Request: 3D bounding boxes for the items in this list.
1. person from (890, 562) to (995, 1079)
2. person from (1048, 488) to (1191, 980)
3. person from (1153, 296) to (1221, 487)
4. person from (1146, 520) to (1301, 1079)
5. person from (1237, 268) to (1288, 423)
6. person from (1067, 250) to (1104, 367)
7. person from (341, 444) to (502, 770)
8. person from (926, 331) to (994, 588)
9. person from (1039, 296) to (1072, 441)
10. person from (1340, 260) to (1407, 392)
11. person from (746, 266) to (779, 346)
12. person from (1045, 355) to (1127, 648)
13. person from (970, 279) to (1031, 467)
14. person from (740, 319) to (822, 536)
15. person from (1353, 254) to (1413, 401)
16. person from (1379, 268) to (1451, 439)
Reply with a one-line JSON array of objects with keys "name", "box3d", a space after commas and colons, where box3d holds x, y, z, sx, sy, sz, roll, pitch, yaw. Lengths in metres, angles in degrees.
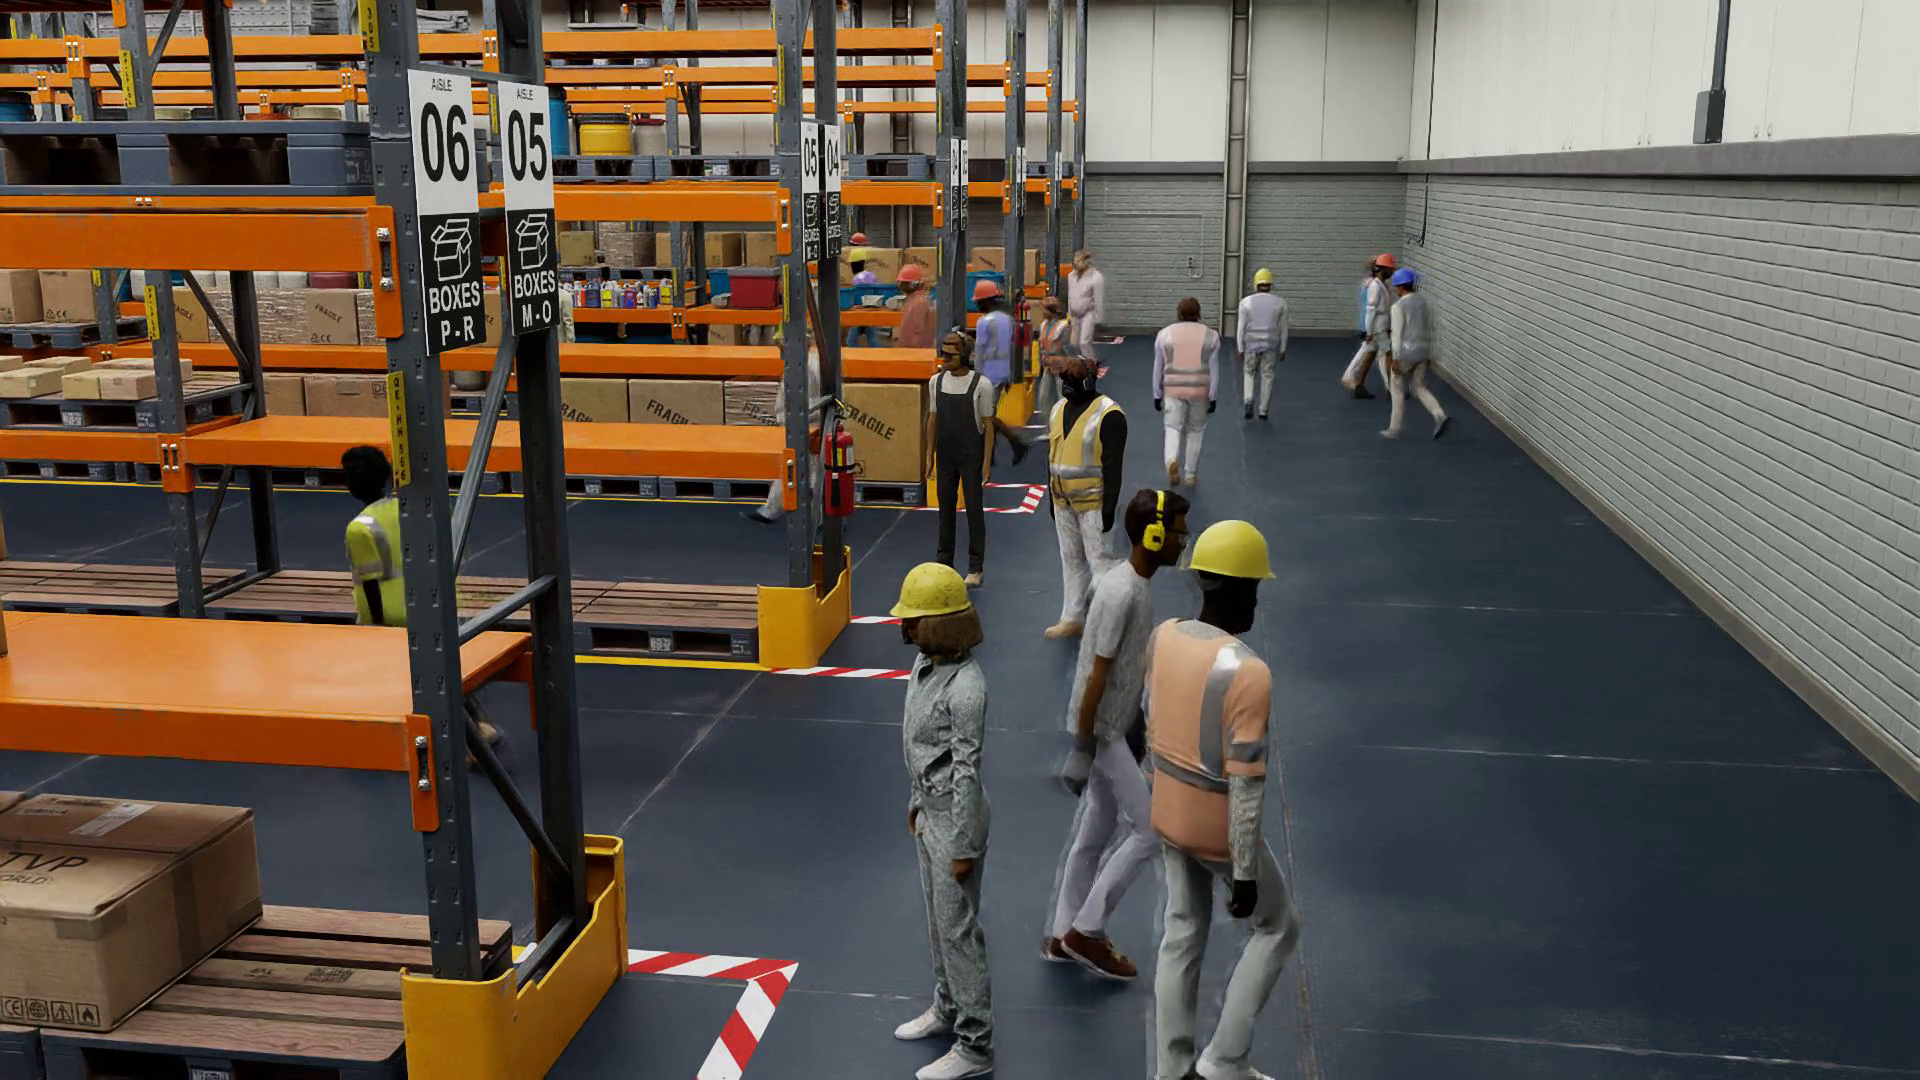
[{"name": "person", "box3d": [-0.068, 0.917, 5.438, 0.320, 1.737, 0.488, -3, 13, -15]}, {"name": "person", "box3d": [0.567, 0.720, 6.104, 0.514, 1.831, 0.547, 2, 13, 7]}, {"name": "person", "box3d": [2.113, -1.364, 15.549, 0.624, 1.824, 0.671, 2, 13, 10]}, {"name": "person", "box3d": [0.823, 0.876, 5.217, 0.494, 1.903, 0.587, -8, 15, -31]}, {"name": "person", "box3d": [3.597, -2.310, 19.789, 0.590, 1.821, 0.414, 2, 13, 11]}, {"name": "person", "box3d": [1.790, -3.162, 23.509, 0.497, 1.884, 0.645, -10, 16, -38]}, {"name": "person", "box3d": [-2.727, 0.348, 8.190, 0.860, 1.656, 0.519, 4, 13, 18]}, {"name": "person", "box3d": [-0.004, -0.573, 11.908, 0.508, 1.841, 0.332, 6, 14, 26]}, {"name": "person", "box3d": [1.047, -1.844, 18.153, 0.340, 1.623, 0.544, -9, 15, -34]}, {"name": "person", "box3d": [5.623, -2.913, 22.588, 0.935, 1.803, 0.624, 6, 14, 27]}, {"name": "person", "box3d": [-2.791, -3.045, 23.539, 0.525, 1.637, 0.307, -5, 13, -20]}, {"name": "person", "box3d": [0.763, -0.242, 10.447, 0.430, 1.835, 0.631, -10, 16, -39]}, {"name": "person", "box3d": [0.383, -1.639, 16.581, 0.682, 1.911, 0.548, 7, 14, 28]}, {"name": "person", "box3d": [-1.405, -0.914, 13.560, 0.918, 1.784, 0.621, 0, 12, 2]}, {"name": "person", "box3d": [5.565, -2.757, 21.633, 0.844, 1.897, 0.550, 3, 13, 12]}, {"name": "person", "box3d": [5.063, -2.041, 18.403, 0.629, 1.913, 0.780, -9, 15, -35]}]
